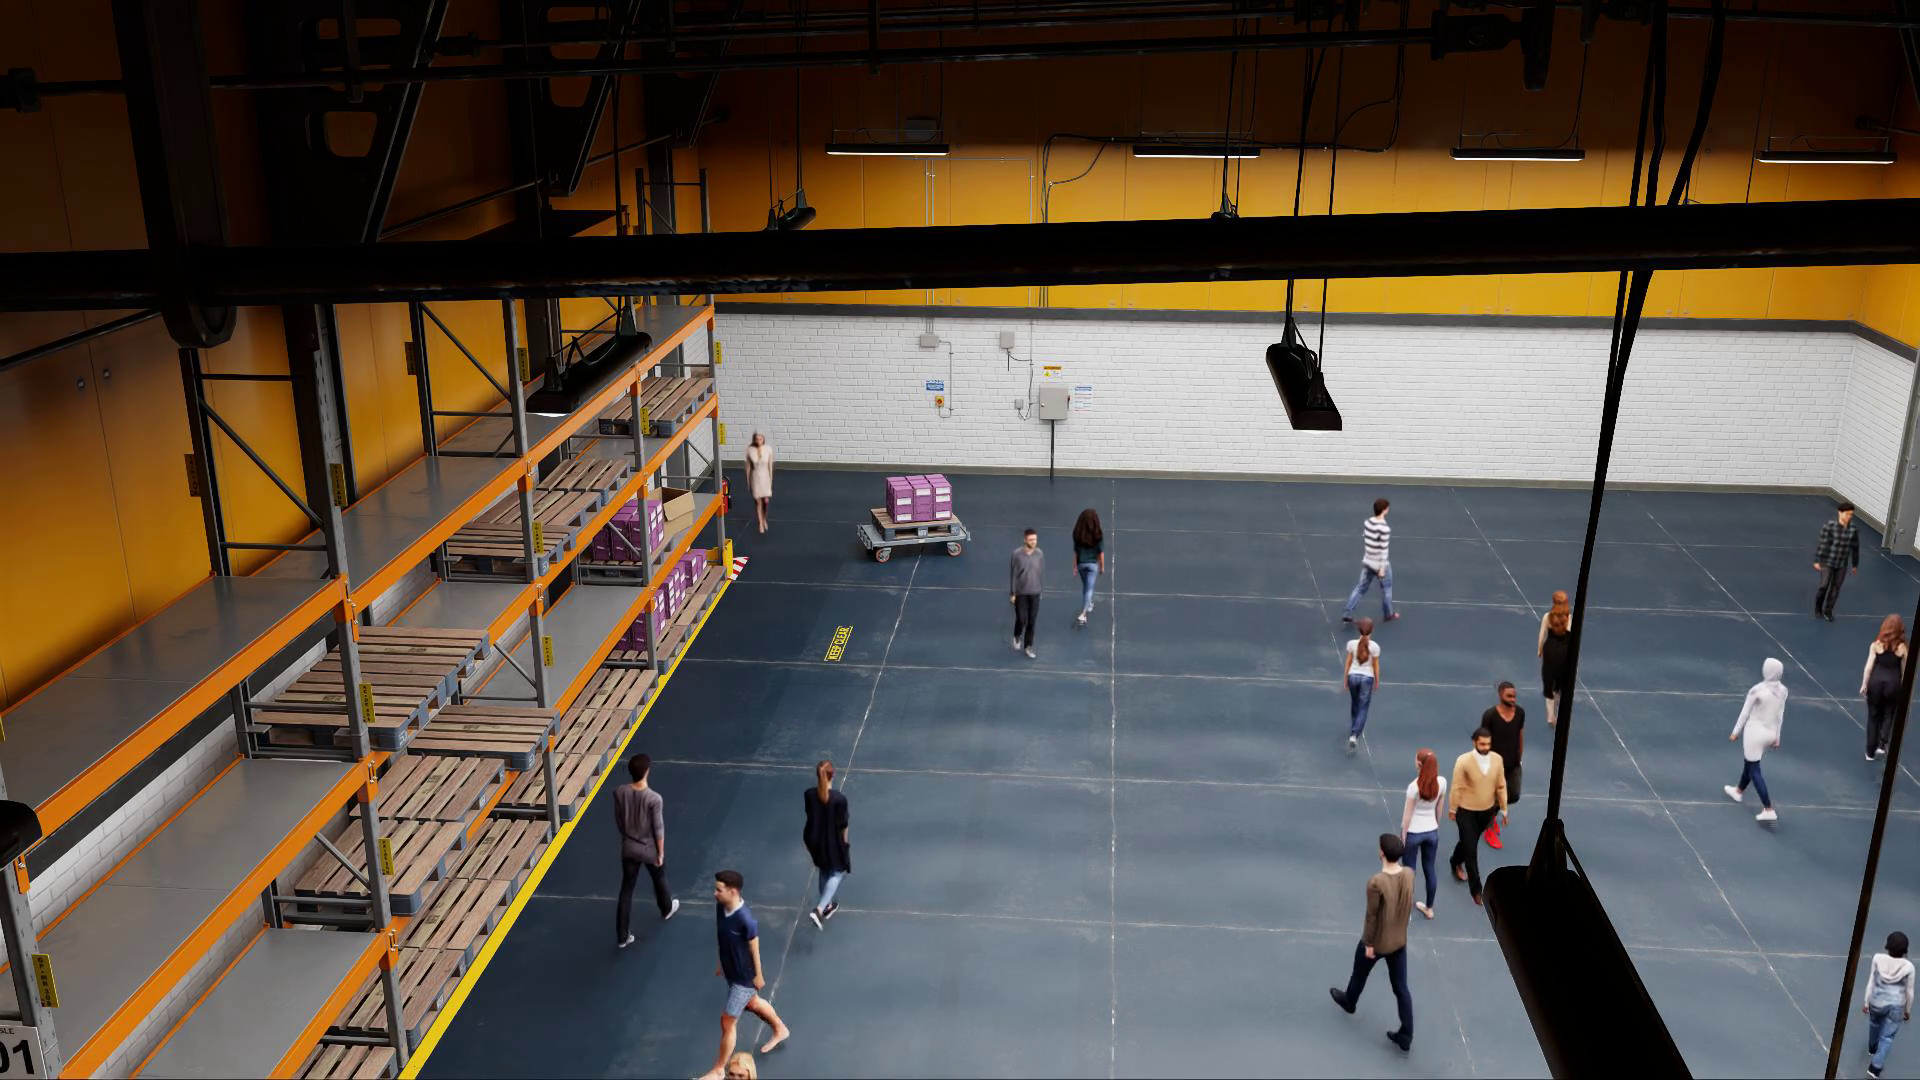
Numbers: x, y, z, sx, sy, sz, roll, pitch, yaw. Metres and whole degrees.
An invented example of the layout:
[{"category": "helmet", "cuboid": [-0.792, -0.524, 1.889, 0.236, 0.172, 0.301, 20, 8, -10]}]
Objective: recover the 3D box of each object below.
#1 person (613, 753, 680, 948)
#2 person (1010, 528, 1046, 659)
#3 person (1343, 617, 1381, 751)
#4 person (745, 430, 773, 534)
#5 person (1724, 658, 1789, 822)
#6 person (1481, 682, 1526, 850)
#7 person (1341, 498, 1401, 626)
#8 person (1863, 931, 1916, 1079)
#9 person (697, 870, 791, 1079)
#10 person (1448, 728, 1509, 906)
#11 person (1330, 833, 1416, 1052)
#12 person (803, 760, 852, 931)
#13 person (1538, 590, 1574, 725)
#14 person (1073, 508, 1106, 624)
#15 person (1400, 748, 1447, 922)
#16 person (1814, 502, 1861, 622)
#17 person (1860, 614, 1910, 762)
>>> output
[{"category": "person", "cuboid": [-2.976, 2.867, 15.248, 0.830, 1.812, 1.207, 5, 19, 15]}, {"category": "person", "cuboid": [0.852, 0.669, 21.870, 0.749, 1.752, 0.805, -6, 19, -16]}, {"category": "person", "cuboid": [4.632, 1.666, 19.249, 0.807, 1.535, 1.105, 9, 21, 26]}, {"category": "person", "cuboid": [-3.242, -0.959, 26.750, 0.655, 1.723, 0.661, -3, 19, -9]}, {"category": "person", "cuboid": [8.472, 2.128, 17.548, 0.886, 1.746, 1.195, -6, 19, -16]}, {"category": "person", "cuboid": [5.509, 2.256, 17.085, 0.767, 1.799, 0.795, -4, 19, -12]}, {"category": "person", "cuboid": [5.591, 0.351, 22.728, 1.154, 1.807, 1.218, -10, 21, -26]}, {"category": "person", "cuboid": [7.501, 3.766, 13.466, 0.777, 1.245, 0.932, 14, 23, 36]}, {"category": "person", "cuboid": [-1.707, 3.474, 13.474, 1.180, 1.795, 1.164, -13, 23, -35]}, {"category": "person", "cuboid": [4.975, 2.611, 16.179, 0.909, 1.705, 1.244, -4, 19, -12]}, {"category": "person", "cuboid": [3.575, 3.352, 13.767, 1.067, 1.838, 1.274, -9, 21, -25]}, {"category": "person", "cuboid": [-1.276, 2.865, 15.484, 0.789, 1.667, 0.990, 7, 20, 20]}, {"category": "person", "cuboid": [7.120, 1.436, 19.879, 0.753, 1.569, 1.182, 6, 20, 17]}, {"category": "person", "cuboid": [1.756, 0.385, 22.984, 0.741, 1.579, 1.148, 5, 19, 15]}, {"category": "person", "cuboid": [4.341, 2.774, 15.646, 0.622, 1.736, 0.629, -5, 19, -14]}, {"category": "person", "cuboid": [12.166, 0.262, 23.140, 0.712, 1.710, 0.556, 3, 19, 8]}, {"category": "person", "cuboid": [10.454, 1.705, 18.820, 0.712, 1.734, 0.763, 9, 21, 25]}]
